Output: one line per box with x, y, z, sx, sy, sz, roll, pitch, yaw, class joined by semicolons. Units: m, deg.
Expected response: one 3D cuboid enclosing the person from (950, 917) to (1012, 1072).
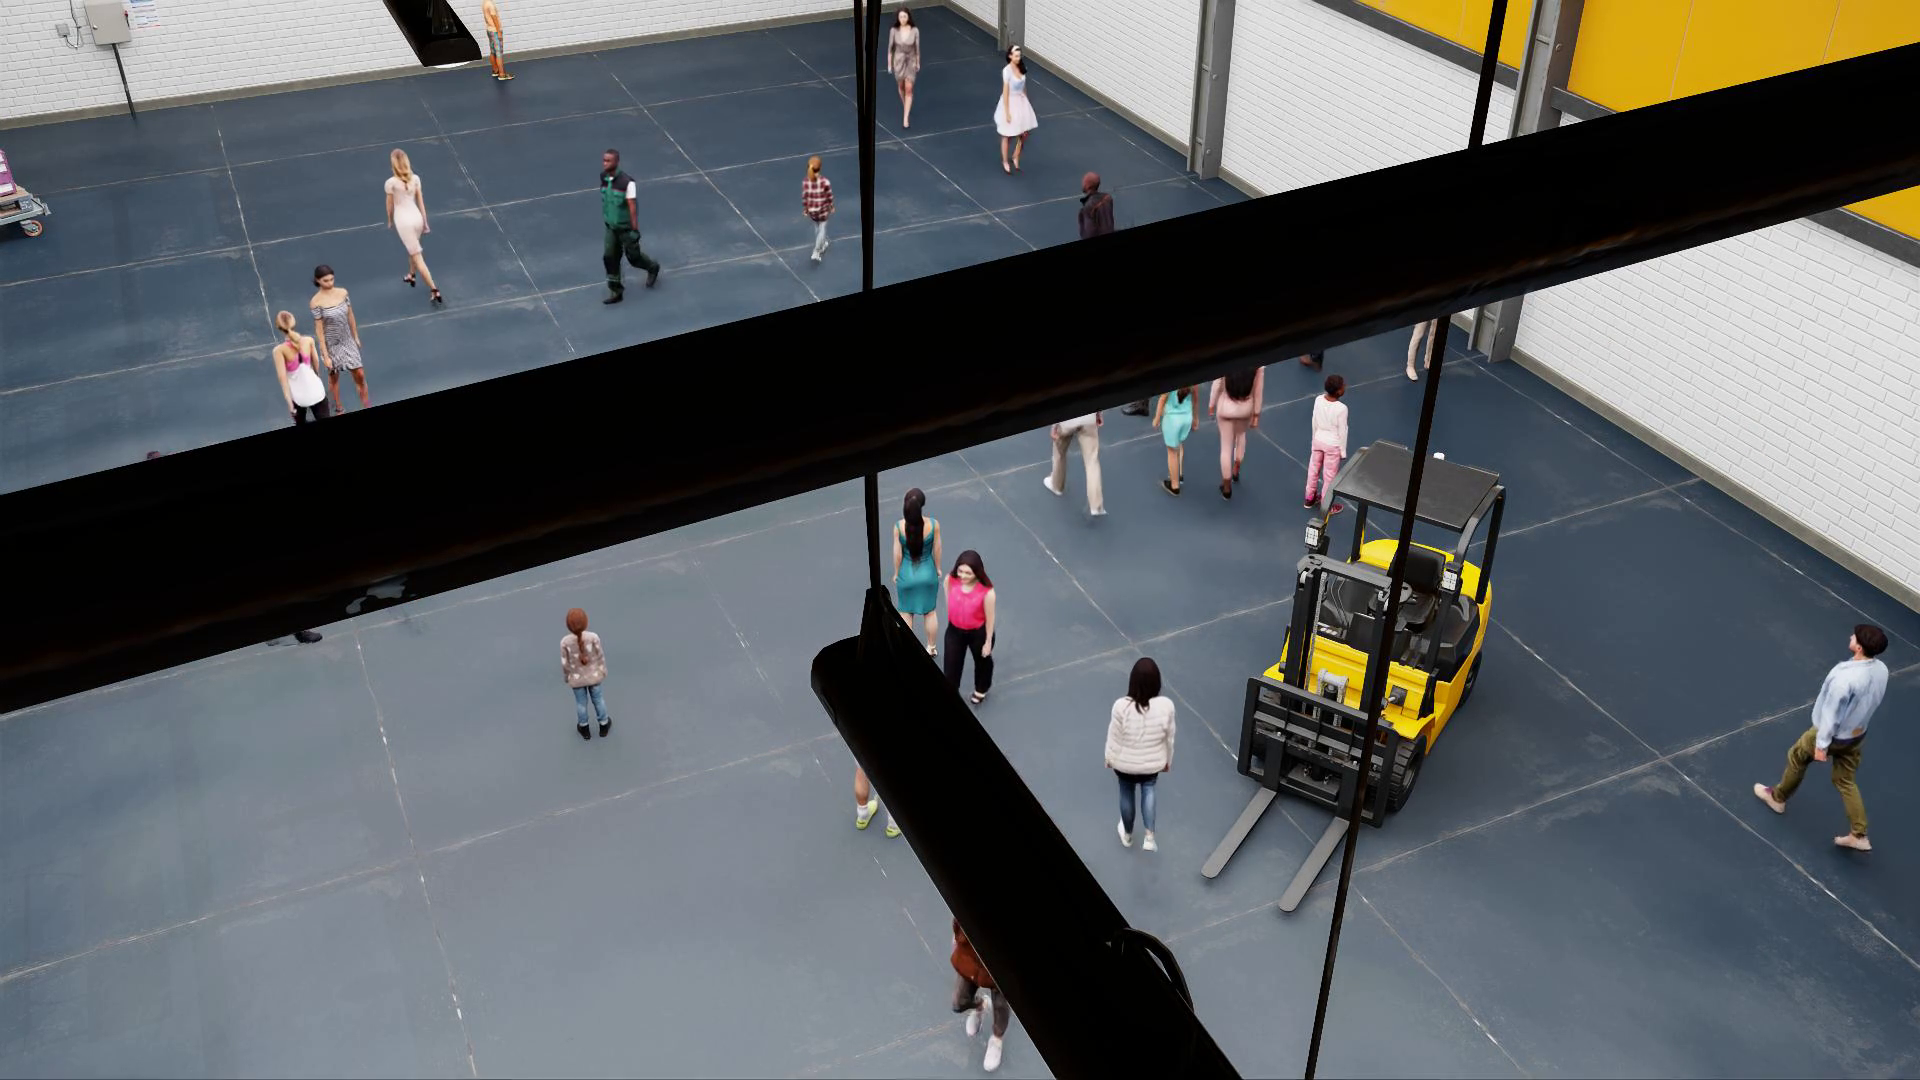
0.203;2.438;10.121;0.874;1.829;0.919;7;34;11;person

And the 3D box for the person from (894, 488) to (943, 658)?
-0.347;0.292;13.478;0.599;1.687;0.578;-4;34;-6;person

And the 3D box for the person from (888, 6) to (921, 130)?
-0.810;-6.951;24.363;0.944;1.700;1.182;1;34;2;person

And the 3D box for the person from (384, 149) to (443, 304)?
-6.309;-3.564;19.202;1.196;1.773;0.845;29;43;36;person

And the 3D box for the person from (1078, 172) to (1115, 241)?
1.612;-3.209;18.668;1.202;1.771;1.031;23;40;31;person

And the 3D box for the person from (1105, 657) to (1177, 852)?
1.256;1.568;11.612;0.757;1.627;0.841;-3;34;-4;person

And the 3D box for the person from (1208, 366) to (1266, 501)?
2.598;-1.147;15.631;0.750;1.700;0.837;-3;34;-4;person

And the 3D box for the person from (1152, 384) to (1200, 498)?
2.091;-1.104;15.705;0.550;1.546;0.575;-17;37;-24;person

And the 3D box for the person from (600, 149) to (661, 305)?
-3.861;-3.672;19.330;1.195;1.811;1.130;20;38;27;person

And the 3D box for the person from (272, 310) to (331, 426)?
-6.158;-1.301;15.830;1.242;1.737;0.902;29;43;36;person

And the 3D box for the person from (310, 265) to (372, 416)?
-6.328;-1.966;16.774;0.969;1.799;0.851;26;42;34;person

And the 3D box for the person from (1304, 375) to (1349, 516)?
3.431;-0.910;15.508;0.656;1.441;0.513;-24;41;-32;person

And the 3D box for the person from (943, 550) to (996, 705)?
0.096;0.723;12.906;1.079;1.602;1.141;12;35;17;person

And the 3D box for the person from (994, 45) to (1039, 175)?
0.663;-5.852;22.618;0.776;1.801;0.882;-25;41;-33;person

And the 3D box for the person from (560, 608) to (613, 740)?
-2.891;1.030;12.813;0.512;1.195;0.503;-8;35;-12;person

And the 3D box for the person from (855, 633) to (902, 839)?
-0.584;1.327;11.786;0.689;1.836;0.770;14;36;21;person

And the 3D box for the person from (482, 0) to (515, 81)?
-7.336;-8.008;26.168;0.624;1.462;0.502;-23;40;-31;person

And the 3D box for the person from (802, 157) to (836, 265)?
-1.744;-4.024;20.329;0.873;1.291;0.943;11;35;15;person

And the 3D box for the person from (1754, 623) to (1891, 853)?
6.256;1.417;11.704;0.691;1.776;1.138;-14;36;-20;person
